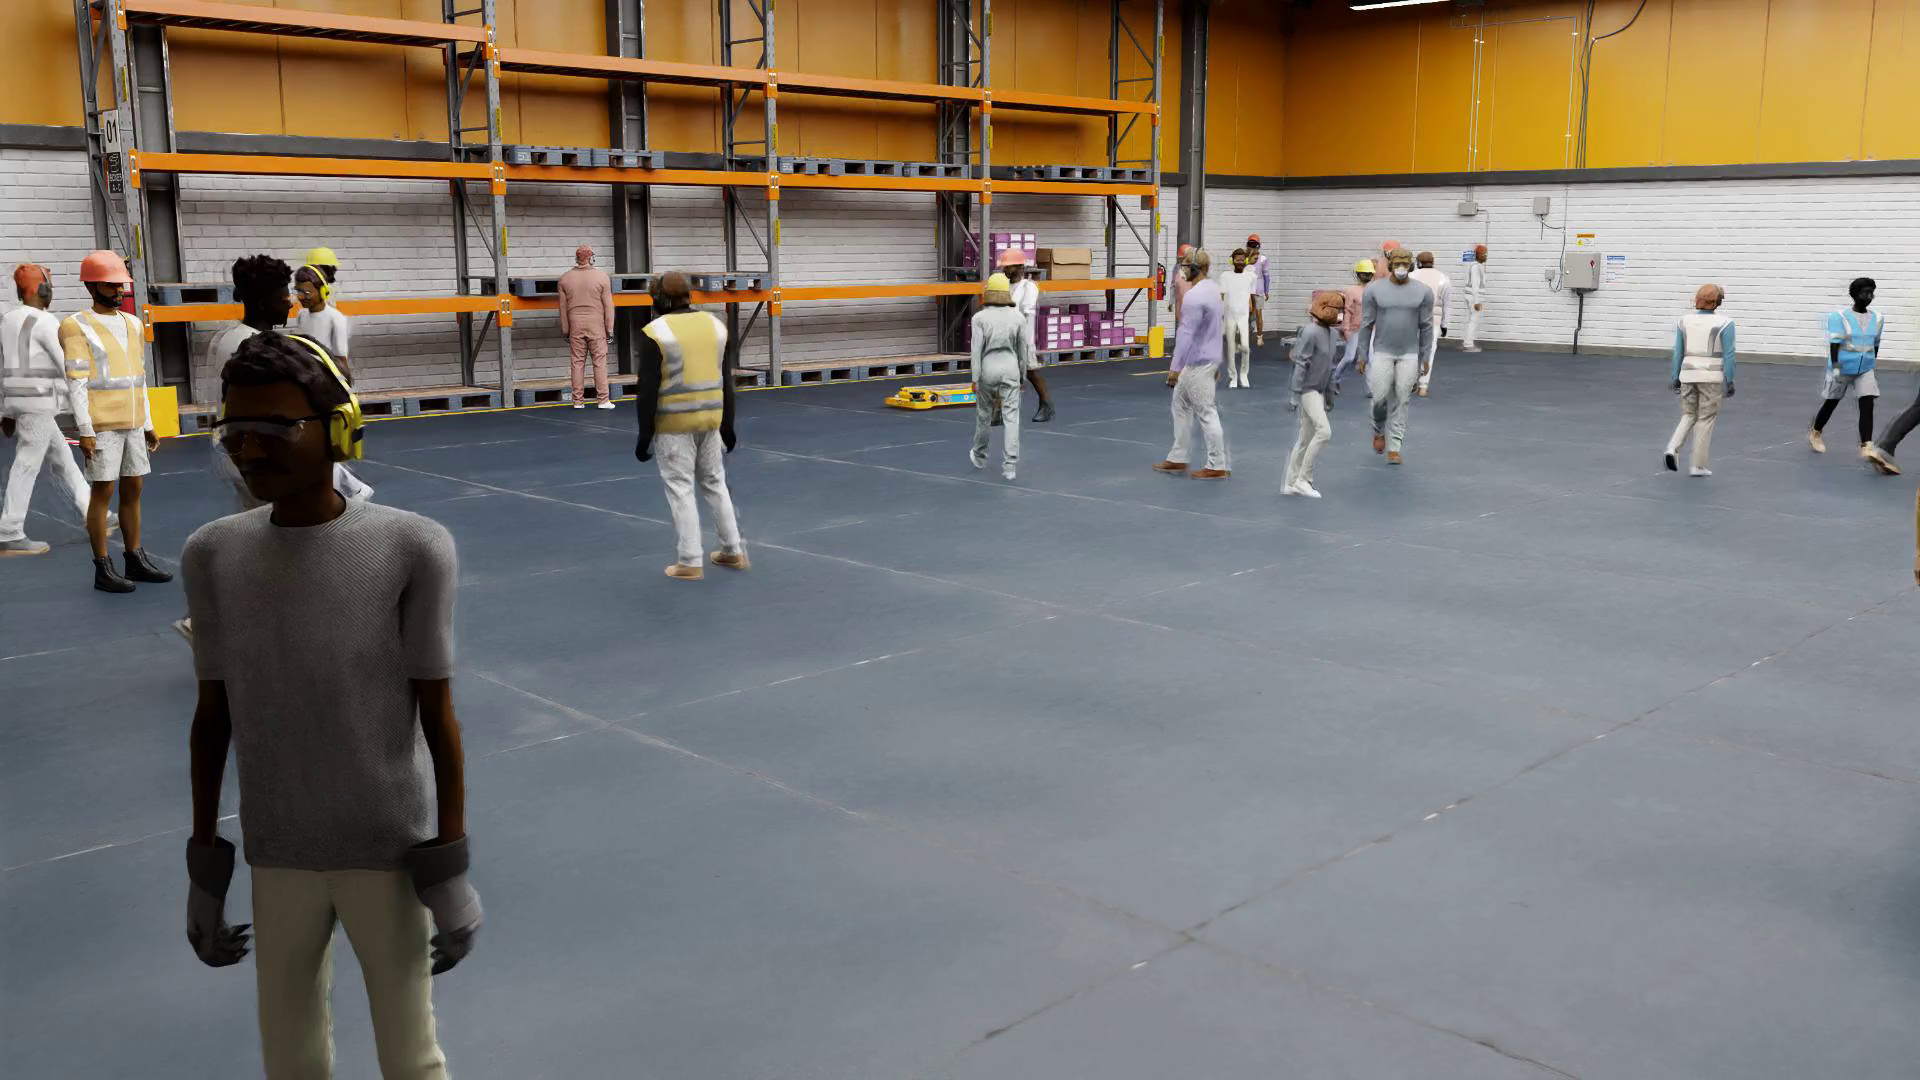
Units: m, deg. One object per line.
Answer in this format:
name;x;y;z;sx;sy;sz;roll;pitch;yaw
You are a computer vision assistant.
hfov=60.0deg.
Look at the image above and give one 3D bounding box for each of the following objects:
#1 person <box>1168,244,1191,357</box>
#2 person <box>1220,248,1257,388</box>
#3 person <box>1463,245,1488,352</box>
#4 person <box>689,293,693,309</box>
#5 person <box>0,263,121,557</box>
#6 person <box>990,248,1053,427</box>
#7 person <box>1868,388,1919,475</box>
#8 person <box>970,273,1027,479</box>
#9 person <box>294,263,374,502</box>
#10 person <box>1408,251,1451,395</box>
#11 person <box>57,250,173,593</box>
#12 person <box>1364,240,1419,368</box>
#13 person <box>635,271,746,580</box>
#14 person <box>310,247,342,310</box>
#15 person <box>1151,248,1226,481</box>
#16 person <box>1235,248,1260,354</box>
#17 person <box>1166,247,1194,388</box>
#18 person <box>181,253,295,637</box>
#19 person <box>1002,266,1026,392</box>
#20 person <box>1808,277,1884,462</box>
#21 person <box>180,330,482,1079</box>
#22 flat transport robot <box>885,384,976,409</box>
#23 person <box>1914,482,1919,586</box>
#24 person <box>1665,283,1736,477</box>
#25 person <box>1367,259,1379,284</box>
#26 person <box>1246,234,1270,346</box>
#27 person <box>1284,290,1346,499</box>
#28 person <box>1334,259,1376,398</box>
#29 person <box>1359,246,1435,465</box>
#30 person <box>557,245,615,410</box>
person;3.849;-4.013;27.893;0.597;1.891;0.925;9;14;40
person;3.645;-2.915;21.981;0.525;1.841;0.593;2;11;9
person;8.924;-4.167;28.777;0.379;1.856;0.669;4;11;22
person;-2.646;-1.651;15.660;0.284;1.633;0.497;3;11;14
person;-5.812;-0.845;10.703;0.597;1.828;0.990;9;14;40
person;0.646;-2.172;17.814;0.553;1.896;0.986;9;14;40
person;8.184;-1.493;13.915;0.971;1.960;0.624;-1;10;-3
person;0.316;-1.396;14.090;0.506;1.696;0.896;-2;11;-9
person;-4.270;-0.945;11.247;0.603;1.837;0.532;8;13;38
person;5.873;-2.742;21.098;0.665;1.818;0.442;1;10;4
person;-4.820;-0.676;9.510;0.355;1.938;0.545;3;11;17
person;6.437;-3.493;24.842;1.007;1.939;0.643;6;12;30
person;-1.610;-0.666;9.840;0.431;1.813;0.723;10;14;42
person;-6.377;-1.945;16.518;0.607;1.906;0.592;-4;11;-21
person;1.868;-1.444;13.757;0.818;1.907;0.652;4;11;20
person;4.811;-4.037;28.202;0.530;1.803;0.642;-5;12;-26
person;3.015;-2.936;22.047;0.473;1.865;0.770;2;11;11
person;-3.205;-0.323;7.565;0.548;1.941;0.626;-8;13;-38
person;0.617;-2.788;21.376;0.598;1.819;0.535;8;13;36
person;8.104;-1.571;15.159;0.531;1.661;0.881;0;10;0
person;-1.102;0.575;2.911;0.524;1.865;0.354;1;10;3
flat transport robot;-0.116;-1.721;19.759;1.431;0.197;0.652;-7;13;-35
person;3.793;0.013;6.072;0.577;1.826;0.777;8;13;39
person;6.217;-1.328;13.929;0.375;1.626;0.515;-6;12;-32
person;6.901;-3.911;27.993;0.516;1.617;0.540;3;11;14
person;5.358;-4.567;30.470;0.605;2.033;0.392;2;11;10
person;2.716;-1.110;12.786;0.507;1.600;0.517;7;13;34
person;4.968;-2.641;20.800;0.533;1.739;0.825;-4;11;-21
person;3.876;-1.642;14.807;0.649;1.926;0.505;1;10;7
person;-4.317;-2.461;19.329;0.642;1.908;0.407;1;10;5
